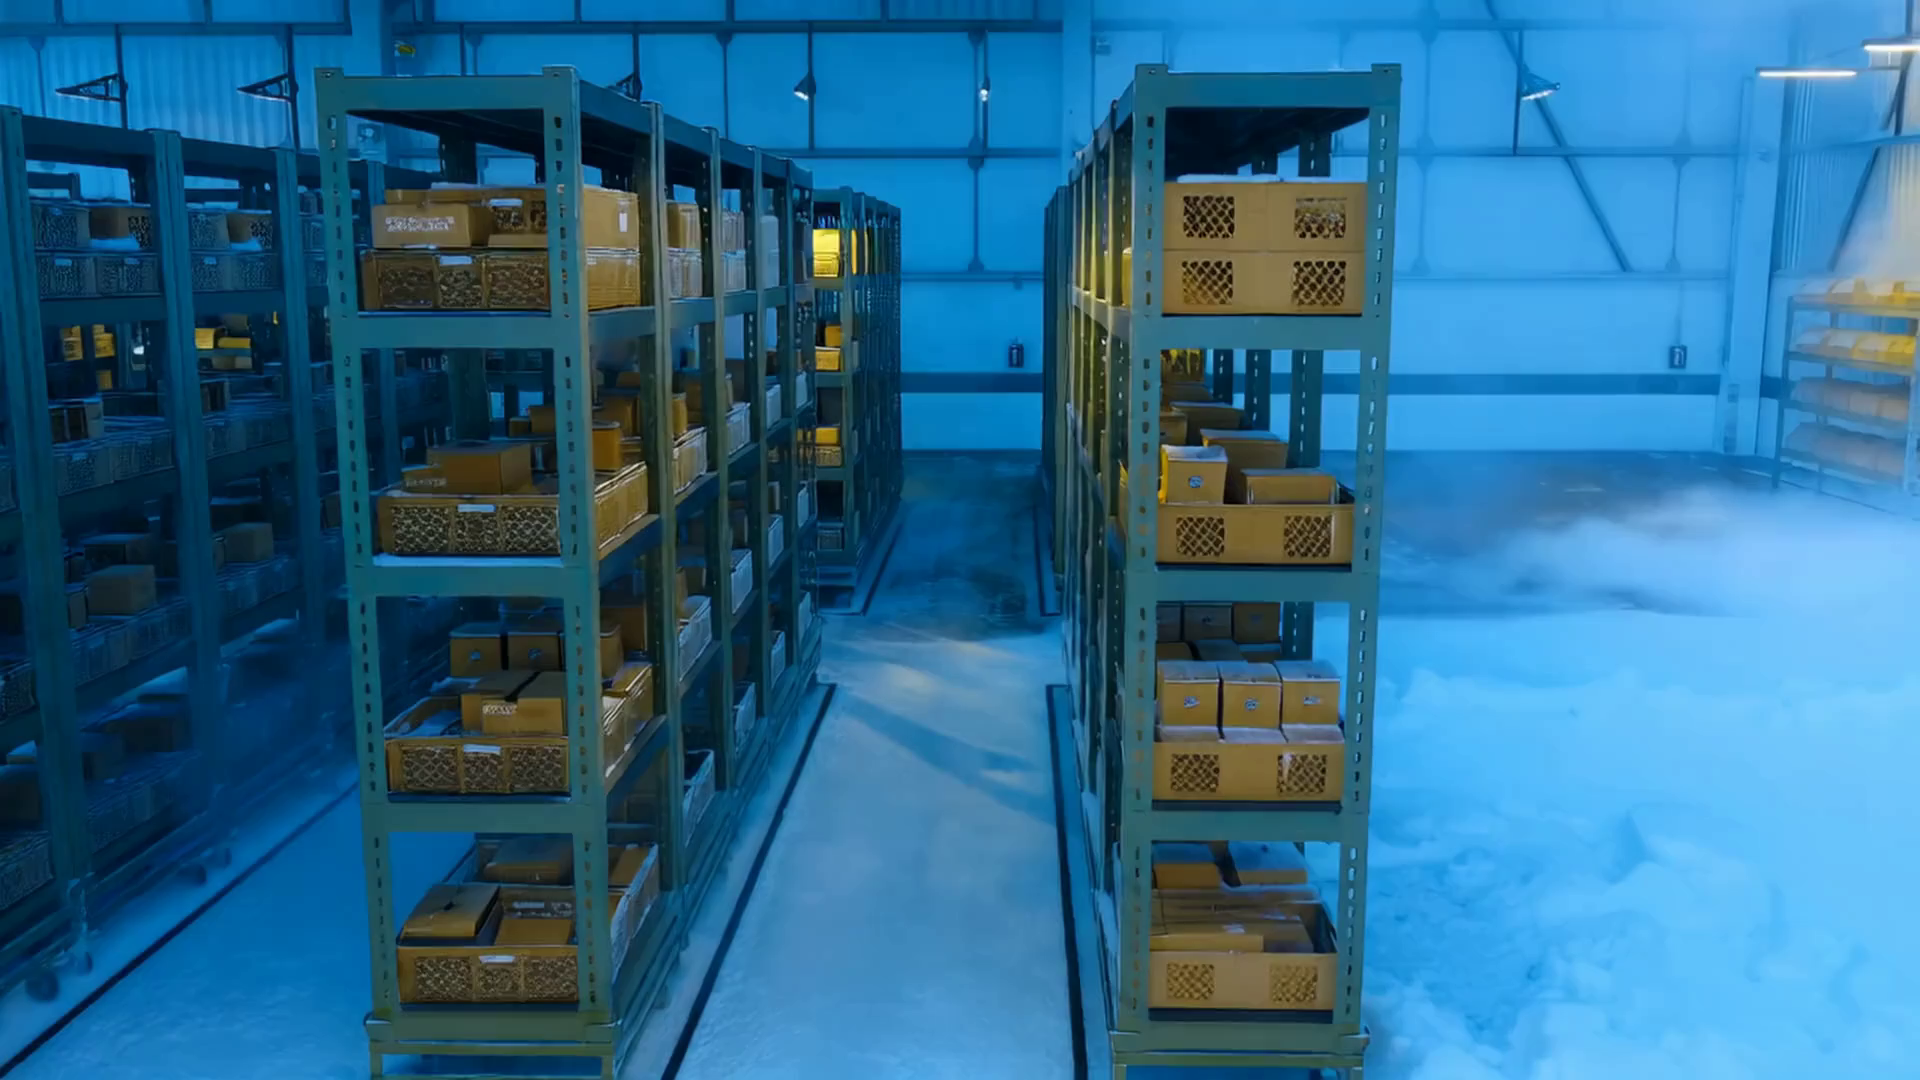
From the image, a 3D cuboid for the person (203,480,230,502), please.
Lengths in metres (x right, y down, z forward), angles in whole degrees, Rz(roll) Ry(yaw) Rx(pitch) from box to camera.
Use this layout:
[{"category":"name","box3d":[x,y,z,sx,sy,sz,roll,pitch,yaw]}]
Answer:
[{"category":"person","box3d":[-7.641,-0.814,16.847,0.426,1.982,0.627,-2,10,-13]}]
